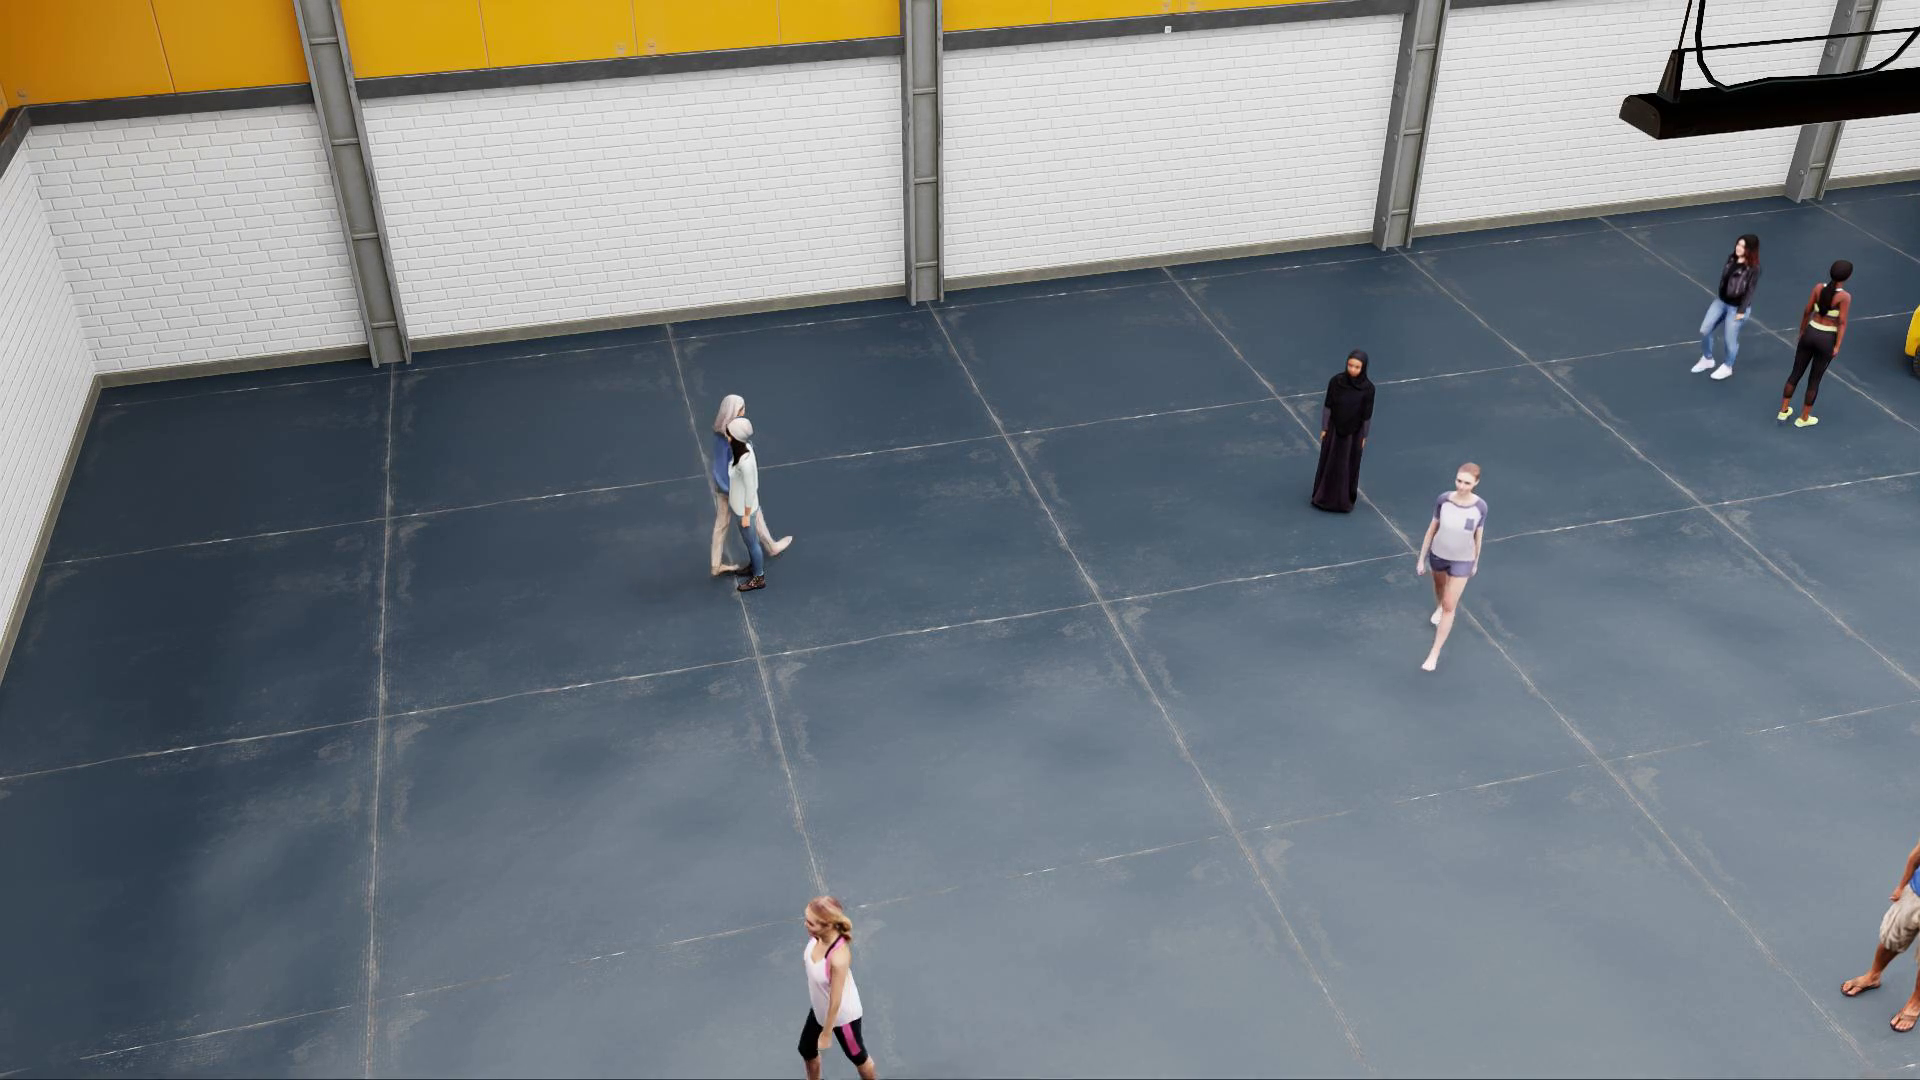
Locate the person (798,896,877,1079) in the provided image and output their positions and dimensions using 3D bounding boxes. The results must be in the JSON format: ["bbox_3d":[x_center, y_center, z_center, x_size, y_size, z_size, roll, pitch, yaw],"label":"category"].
[{"bbox_3d":[-0.616,2.683,9.581,0.861,1.766,0.679,-14,36,-20],"label":"person"}]

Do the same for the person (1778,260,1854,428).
[{"bbox_3d":[8.552,-1.972,16.596,0.625,1.753,0.635,-23,40,-31],"label":"person"}]

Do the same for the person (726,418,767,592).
[{"bbox_3d":[-1.838,-0.316,14.202,0.492,1.644,0.585,-7,34,-10],"label":"person"}]

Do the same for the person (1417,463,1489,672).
[{"bbox_3d":[4.008,0.111,13.496,1.115,1.714,1.170,18,37,25],"label":"person"}]

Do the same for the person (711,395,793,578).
[{"bbox_3d":[-2.033,-0.418,14.349,1.149,1.652,0.951,-23,40,-31],"label":"person"}]

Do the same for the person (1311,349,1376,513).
[{"bbox_3d":[3.546,-1.019,15.286,0.695,1.616,0.767,13,36,19],"label":"person"}]

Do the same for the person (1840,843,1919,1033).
[{"bbox_3d":[5.998,2.208,10.208,0.671,1.863,0.718,-18,38,-26],"label":"person"}]

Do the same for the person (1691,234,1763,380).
[{"bbox_3d":[8.155,-2.450,17.436,0.673,1.619,0.688,-14,36,-20],"label":"person"}]
